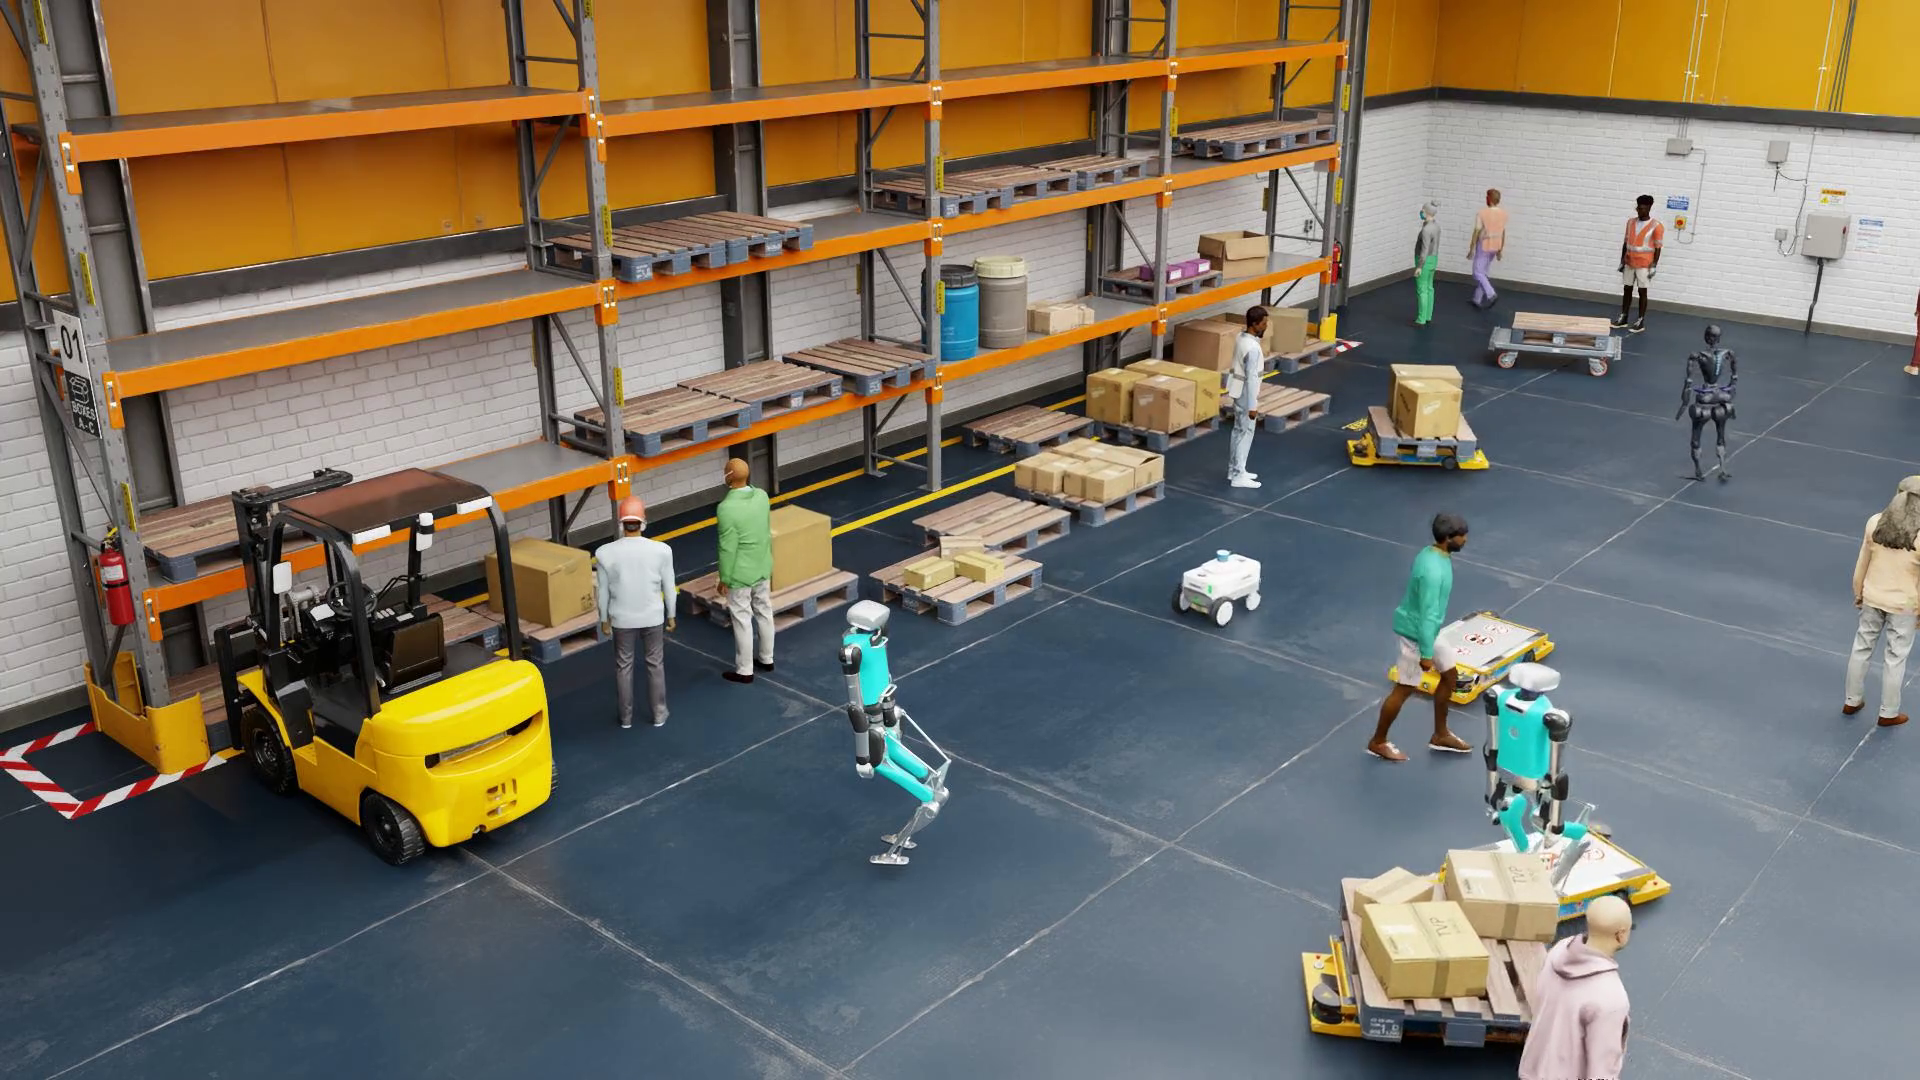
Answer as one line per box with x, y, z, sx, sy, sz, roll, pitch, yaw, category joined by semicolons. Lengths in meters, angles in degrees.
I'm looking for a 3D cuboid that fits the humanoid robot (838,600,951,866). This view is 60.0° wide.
-0.334;1.189;10.016;0.735;1.677;0.533;7;21;18;humanoid robot

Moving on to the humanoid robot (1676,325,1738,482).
7.853;-1.412;17.353;0.623;1.648;0.436;0;20;-1;humanoid robot

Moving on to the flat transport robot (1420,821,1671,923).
3.488;2.051;9.995;1.431;0.231;0.659;-9;22;-22;flat transport robot

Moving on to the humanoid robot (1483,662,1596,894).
3.275;1.478;9.423;0.960;1.751;0.553;-13;24;-32;humanoid robot

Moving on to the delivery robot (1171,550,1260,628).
2.198;0.397;14.091;0.815;0.614;0.499;-17;26;-39;delivery robot

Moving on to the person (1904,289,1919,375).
12.622;-3.005;21.527;0.470;1.769;0.378;3;20;8;person

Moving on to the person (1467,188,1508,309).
8.023;-4.413;25.261;0.585;1.820;0.692;-9;22;-24;person

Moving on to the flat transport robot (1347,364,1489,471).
5.002;-0.980;18.206;1.431;0.231;0.659;3;20;7;flat transport robot

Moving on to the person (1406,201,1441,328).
6.758;-4.016;24.159;0.327;1.841;0.527;14;24;33;person

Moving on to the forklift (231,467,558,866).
-3.730;0.710;10.856;2.313;2.155;1.214;17;26;38;forklift

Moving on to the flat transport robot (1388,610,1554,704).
4.040;0.908;13.092;1.431;0.231;0.659;-19;27;-41;flat transport robot

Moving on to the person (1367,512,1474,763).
3.283;0.679;11.492;0.830;1.810;0.539;7;21;18;person

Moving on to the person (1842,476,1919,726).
6.741;0.439;12.046;0.403;1.877;0.555;-13;24;-31;person

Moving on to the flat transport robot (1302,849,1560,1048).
2.595;2.438;8.945;1.431;0.231;0.659;2;20;6;flat transport robot

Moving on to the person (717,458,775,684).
-1.650;0.232;12.737;0.388;1.784;0.537;14;25;34;person

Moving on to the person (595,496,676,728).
-2.331;0.522;12.008;0.572;1.742;0.352;-4;21;-10;person

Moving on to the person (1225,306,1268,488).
2.959;-1.482;17.205;0.400;1.909;0.598;-1;20;-3;person

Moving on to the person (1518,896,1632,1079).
2.599;2.321;7.105;0.437;1.756;0.582;-2;20;-6;person

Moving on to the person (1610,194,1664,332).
9.737;-3.977;23.878;0.361;1.963;0.611;-12;24;-30;person
